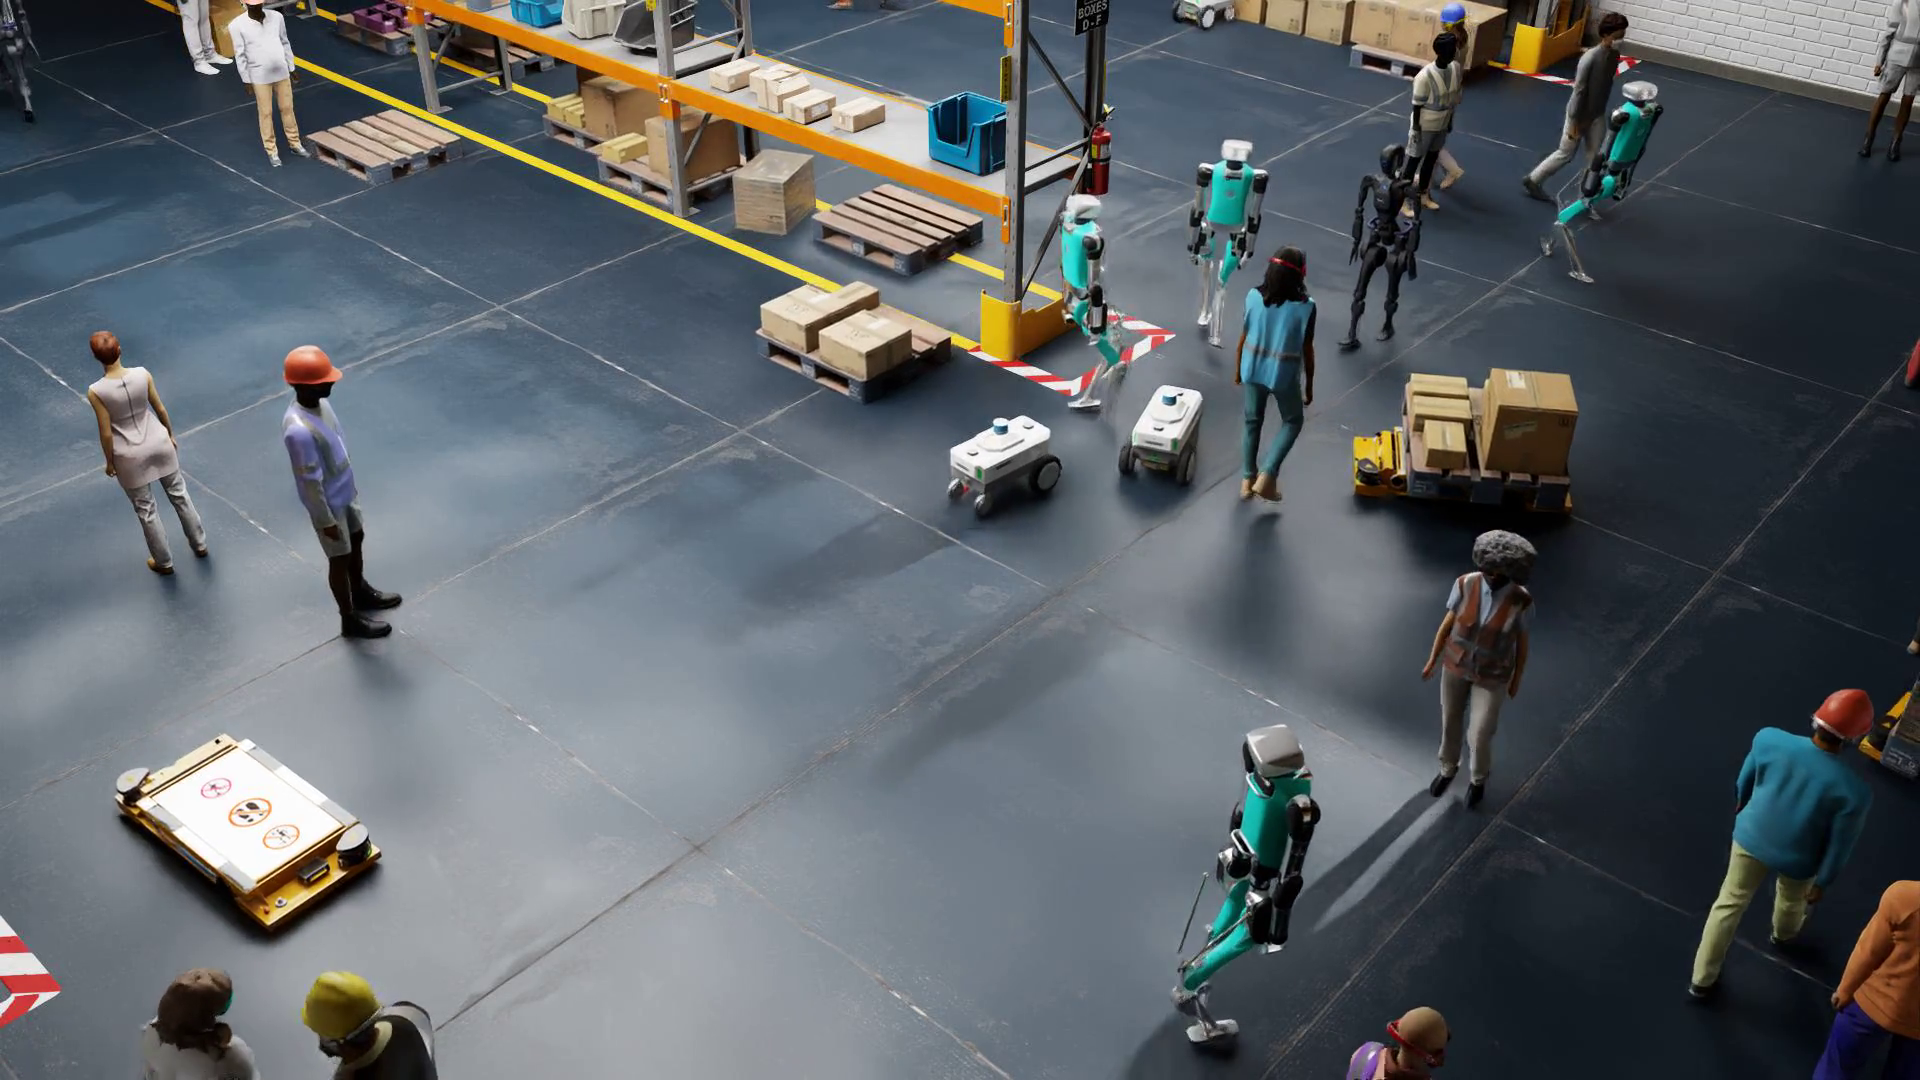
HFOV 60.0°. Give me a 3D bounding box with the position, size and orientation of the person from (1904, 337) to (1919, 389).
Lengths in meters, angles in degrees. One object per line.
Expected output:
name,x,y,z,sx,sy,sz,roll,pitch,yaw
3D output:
person,7.424,-1.897,12.257,0.370,1.752,0.514,-30,44,-36

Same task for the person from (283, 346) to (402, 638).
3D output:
person,-3.656,-0.272,9.747,0.378,1.928,0.552,-3,35,-4

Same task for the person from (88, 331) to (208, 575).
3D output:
person,-5.103,-0.542,10.370,0.274,1.656,0.453,26,42,32

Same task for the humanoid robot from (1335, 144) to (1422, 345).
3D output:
humanoid robot,3.277,-2.250,12.844,0.590,1.641,0.647,25,42,32

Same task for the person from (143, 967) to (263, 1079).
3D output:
person,-2.805,2.244,6.351,0.516,1.625,0.635,18,38,24

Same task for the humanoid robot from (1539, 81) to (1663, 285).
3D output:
humanoid robot,5.246,-3.058,13.985,0.553,1.799,0.950,-18,39,-25

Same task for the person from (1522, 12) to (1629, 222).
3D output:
person,5.615,-3.874,15.027,0.561,1.869,0.828,-19,39,-25

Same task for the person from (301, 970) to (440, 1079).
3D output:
person,-2.093,2.274,6.162,0.438,1.814,0.584,6,35,8

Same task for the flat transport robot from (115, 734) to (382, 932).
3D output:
flat transport robot,-3.735,1.470,8.681,1.431,0.231,0.659,24,41,31

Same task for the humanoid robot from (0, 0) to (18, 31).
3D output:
humanoid robot,-11.414,-6.791,19.436,0.554,1.878,0.819,-15,38,-21

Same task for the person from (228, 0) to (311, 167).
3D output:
person,-6.647,-4.499,16.021,0.340,1.748,0.571,28,43,34

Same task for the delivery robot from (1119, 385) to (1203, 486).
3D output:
delivery robot,1.450,-0.766,11.669,0.499,0.595,0.797,13,37,17

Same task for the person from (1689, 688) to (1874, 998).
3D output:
person,3.788,1.338,7.602,0.878,1.703,0.576,-28,43,-34

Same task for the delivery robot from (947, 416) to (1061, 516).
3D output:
delivery robot,0.288,-0.553,11.367,0.801,0.602,0.499,-27,43,-33

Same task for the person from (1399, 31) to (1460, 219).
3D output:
person,4.241,-3.744,14.983,0.533,1.691,0.319,-22,40,-29

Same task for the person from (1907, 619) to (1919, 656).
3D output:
person,5.926,-0.031,9.476,0.329,1.838,0.504,-18,38,-24

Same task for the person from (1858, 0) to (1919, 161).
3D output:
person,9.156,-4.626,16.058,0.548,1.927,0.390,13,37,18

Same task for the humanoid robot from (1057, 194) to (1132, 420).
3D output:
humanoid robot,1.038,-1.610,11.925,0.703,1.874,0.546,-13,37,-18

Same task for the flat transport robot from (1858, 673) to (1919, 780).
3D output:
flat transport robot,5.716,1.278,8.959,0.659,0.231,1.431,-28,43,-34

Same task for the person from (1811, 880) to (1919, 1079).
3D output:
person,3.785,1.849,6.637,0.521,1.972,0.405,14,37,19

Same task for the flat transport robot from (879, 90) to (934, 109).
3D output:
flat transport robot,-0.525,-4.291,17.027,1.431,0.231,0.659,24,41,30

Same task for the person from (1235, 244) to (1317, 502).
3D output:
person,2.059,-1.064,10.950,0.560,1.856,0.468,20,39,26

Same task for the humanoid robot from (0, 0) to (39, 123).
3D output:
humanoid robot,-9.831,-5.113,17.016,0.611,1.630,0.727,-11,36,-16

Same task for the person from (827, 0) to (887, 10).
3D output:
person,-1.245,-7.249,20.021,0.718,1.740,0.493,5,35,7

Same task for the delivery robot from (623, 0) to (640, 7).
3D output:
delivery robot,-3.990,-6.634,20.179,0.801,0.606,0.499,14,37,20

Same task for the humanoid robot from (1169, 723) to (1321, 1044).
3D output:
humanoid robot,1.114,1.634,7.252,0.719,1.904,0.548,-10,36,-14

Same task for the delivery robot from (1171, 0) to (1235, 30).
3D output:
delivery robot,2.960,-6.482,19.924,0.742,0.566,0.499,-26,43,-33

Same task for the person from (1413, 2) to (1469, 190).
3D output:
person,4.508,-4.067,15.382,0.552,1.760,0.488,29,44,35

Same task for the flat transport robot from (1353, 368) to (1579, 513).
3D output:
flat transport robot,3.465,-0.490,11.520,1.431,0.231,0.659,6,35,8

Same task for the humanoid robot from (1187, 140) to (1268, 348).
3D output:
humanoid robot,2.037,-2.348,12.889,0.544,1.706,0.986,5,35,7

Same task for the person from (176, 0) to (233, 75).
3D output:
person,-8.406,-6.097,18.208,0.408,1.902,0.635,2,35,3

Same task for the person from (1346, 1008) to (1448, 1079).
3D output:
person,1.566,2.364,6.133,0.509,1.677,0.565,-18,38,-24

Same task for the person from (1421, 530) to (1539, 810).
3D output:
person,2.641,0.678,8.584,0.456,1.677,0.389,24,41,30
